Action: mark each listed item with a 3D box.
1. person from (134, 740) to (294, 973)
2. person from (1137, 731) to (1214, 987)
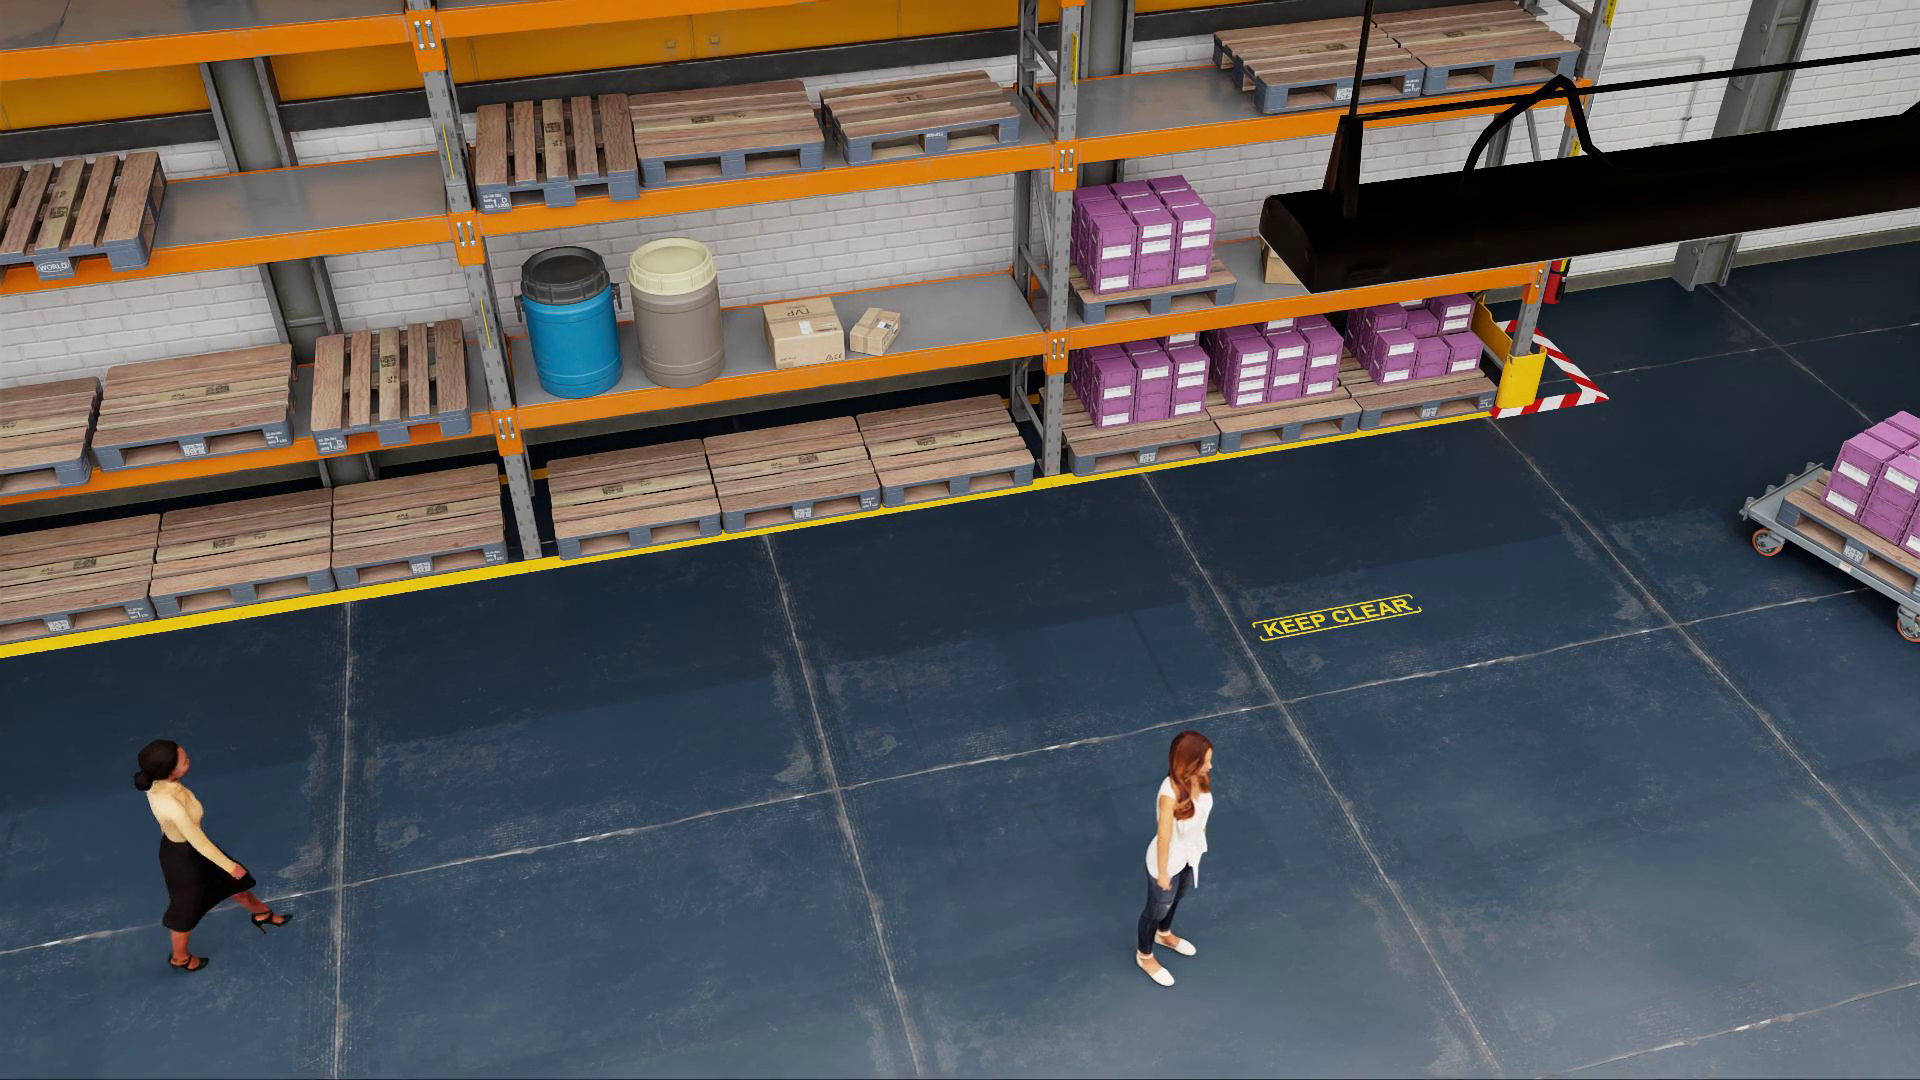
[{"bbox_3d":[-4.213,1.765,8.899,0.967,1.618,0.746,-20,43,-23],"label":"person"},{"bbox_3d":[1.135,1.671,8.884,0.724,1.783,0.633,28,46,30],"label":"person"}]
